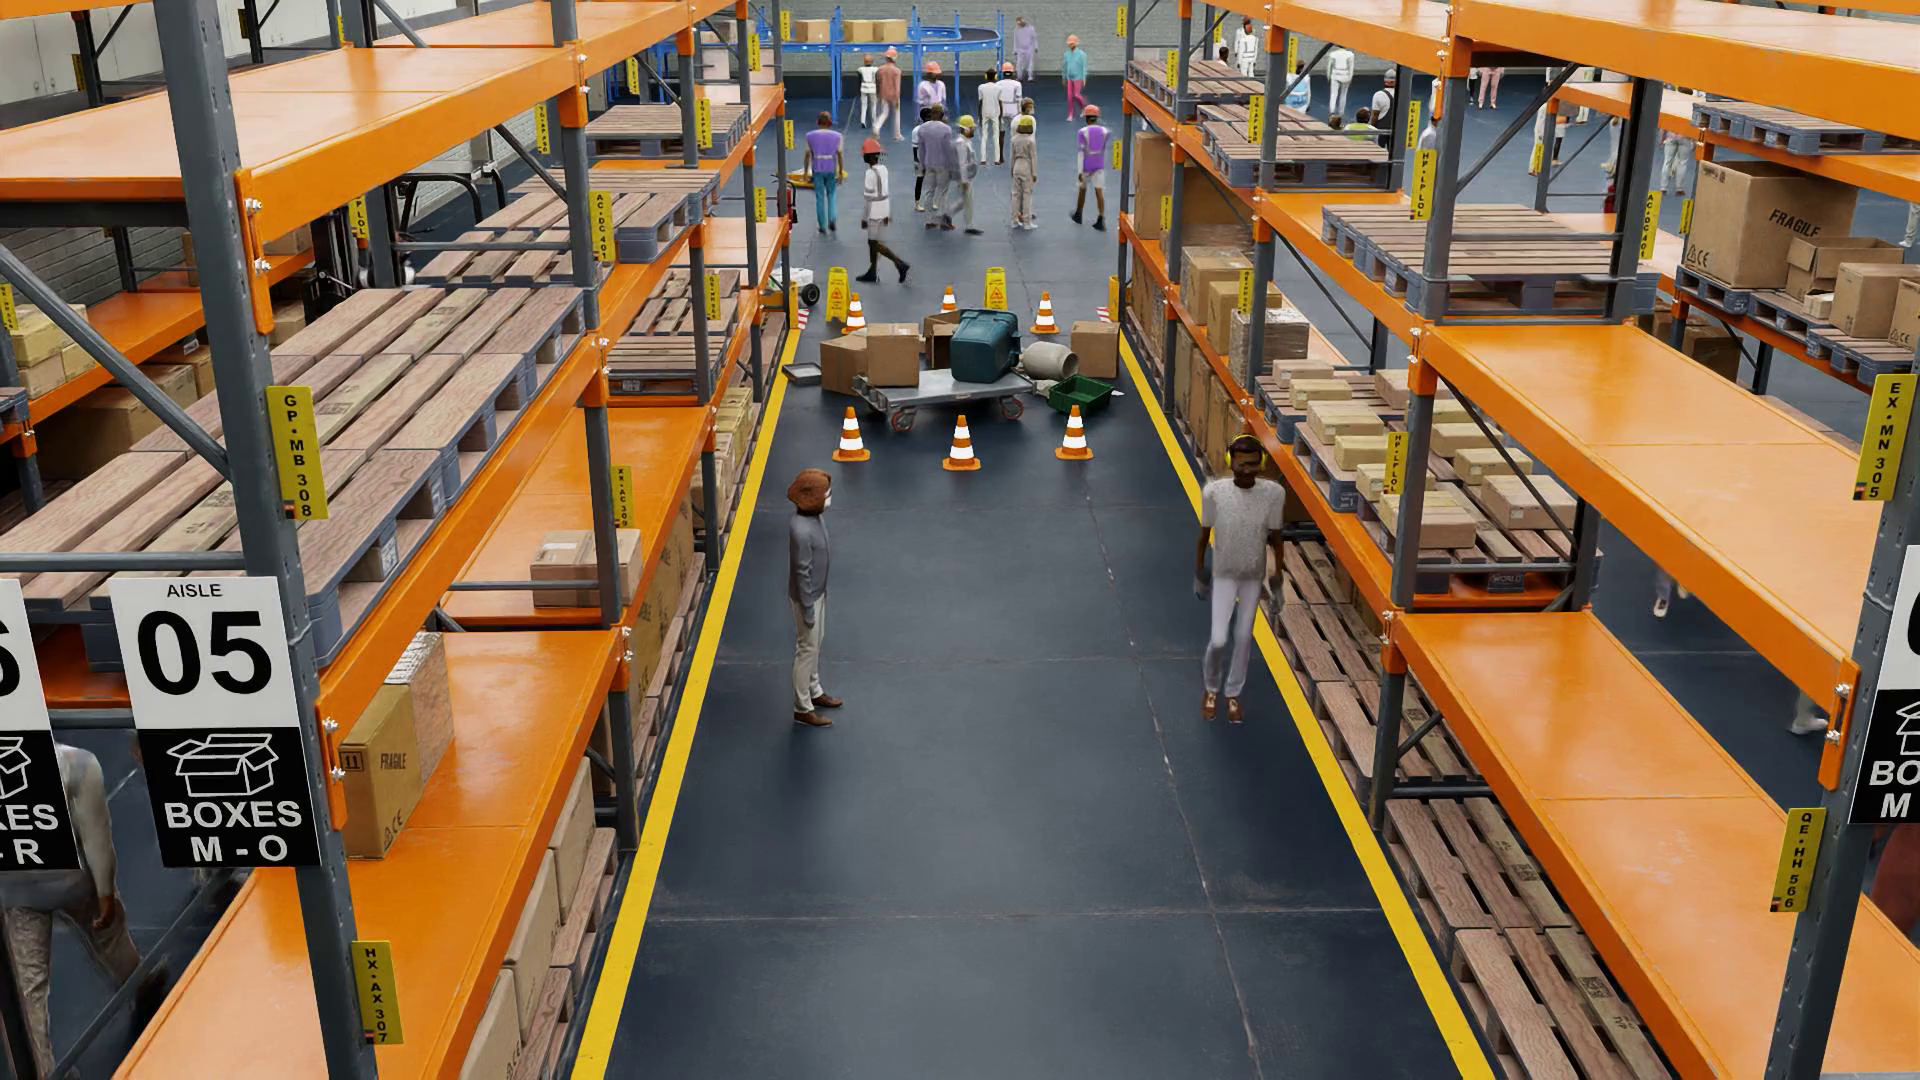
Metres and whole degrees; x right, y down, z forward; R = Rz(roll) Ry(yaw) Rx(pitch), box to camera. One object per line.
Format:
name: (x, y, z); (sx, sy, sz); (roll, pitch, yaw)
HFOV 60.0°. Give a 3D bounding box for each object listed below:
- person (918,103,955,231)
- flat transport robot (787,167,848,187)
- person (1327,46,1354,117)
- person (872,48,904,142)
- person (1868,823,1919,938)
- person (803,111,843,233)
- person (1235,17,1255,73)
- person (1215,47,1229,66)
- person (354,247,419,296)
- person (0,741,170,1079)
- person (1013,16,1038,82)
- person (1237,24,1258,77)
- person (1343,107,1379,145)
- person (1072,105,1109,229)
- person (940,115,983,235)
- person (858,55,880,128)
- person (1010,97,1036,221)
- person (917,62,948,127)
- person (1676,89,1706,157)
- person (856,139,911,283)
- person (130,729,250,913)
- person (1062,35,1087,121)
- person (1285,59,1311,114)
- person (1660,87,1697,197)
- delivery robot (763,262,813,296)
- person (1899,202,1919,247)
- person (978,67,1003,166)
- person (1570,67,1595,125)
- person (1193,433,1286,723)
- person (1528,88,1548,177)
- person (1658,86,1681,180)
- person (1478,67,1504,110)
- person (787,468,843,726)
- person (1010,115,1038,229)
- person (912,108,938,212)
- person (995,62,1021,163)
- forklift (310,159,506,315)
person: (-0.356, -5.781, 25.783); (0.627, 1.936, 0.371); (13, 24, 31)
flat transport robot: (-2.638, -6.666, 30.434); (0.652, 0.197, 1.431); (7, 22, 18)
person: (9.058, -11.029, 39.701); (0.619, 1.915, 0.937); (7, 22, 18)
person: (-1.527, -9.463, 35.467); (0.617, 1.973, 0.848); (15, 25, 34)
person: (4.157, 1.340, 7.026); (0.689, 1.883, 0.448); (18, 27, 39)
person: (-2.112, -5.673, 25.663); (0.596, 1.820, 0.556); (-4, 21, -11)
person: (8.189, -14.047, 47.727); (0.581, 1.871, 0.404); (-6, 21, -15)
person: (5.725, -9.926, 36.781); (0.405, 1.908, 0.599); (-5, 21, -14)
person: (-5.215, -1.885, 15.371); (0.660, 2.017, 0.643); (-4, 21, -10)
person: (-3.779, 1.361, 6.957); (0.603, 1.892, 0.999); (-2, 21, -5)
person: (1.924, -14.198, 48.139); (0.773, 1.866, 0.397); (1, 21, 4)
person: (7.630, -12.725, 44.207); (0.573, 1.883, 0.355); (-11, 23, -26)
person: (6.268, -5.852, 26.097); (0.633, 1.843, 0.429); (14, 25, 32)
person: (2.077, -5.840, 26.033); (0.549, 1.876, 0.998); (-6, 22, -17)
person: (0.039, -5.561, 25.373); (0.590, 1.817, 0.606); (1, 21, 1)
person: (-2.083, -10.235, 37.990); (0.519, 1.643, 0.450); (4, 21, 11)
person: (1.025, -6.097, 26.614); (0.354, 1.936, 0.635); (12, 24, 28)
person: (-0.582, -8.215, 32.121); (0.625, 2.012, 0.987); (-17, 27, -38)
person: (14.715, -8.714, 33.608); (0.575, 1.883, 0.355); (11, 23, 26)
person: (-1.030, -4.319, 21.961); (0.752, 1.911, 0.557); (6, 22, 15)
person: (-3.701, 0.883, 8.170); (0.629, 1.927, 0.582); (8, 22, 19)
person: (2.694, -10.889, 39.214); (0.649, 1.979, 0.509); (15, 25, 34)
person: (6.985, -9.100, 34.714); (0.640, 1.819, 0.661); (-4, 21, -11)
person: (12.483, -6.952, 28.873); (0.635, 1.936, 0.355); (12, 24, 29)
delivery robot: (-2.193, -3.248, 20.876); (0.477, 0.478, 0.707); (19, 28, 40)
person: (14.218, -5.189, 24.497); (0.488, 1.737, 0.323); (2, 21, 4)
person: (0.592, -8.229, 32.366); (0.504, 1.861, 0.325); (3, 21, 8)
person: (14.509, -10.487, 38.655); (0.507, 1.623, 0.295); (-15, 26, -35)
person: (1.683, 0.240, 9.984); (0.520, 1.851, 0.443); (0, 21, -1)
person: (10.889, -7.630, 31.104); (0.287, 1.625, 0.497); (10, 23, 25)
person: (13.244, -7.628, 30.794); (0.558, 1.843, 0.756); (5, 21, 13)
person: (13.288, -11.731, 41.549); (0.642, 1.908, 0.410); (2, 21, 5)
person: (-0.893, 0.338, 10.041); (0.288, 1.626, 0.508); (2, 21, 5)
person: (1.005, -5.741, 25.941); (0.492, 1.742, 0.320); (17, 26, 38)
person: (-0.564, -6.273, 27.426); (0.530, 1.688, 0.323); (-15, 25, -34)
person: (0.933, -8.388, 32.688); (0.549, 1.926, 0.391); (1, 21, 3)
forklift: (-5.622, -2.910, 17.832); (2.313, 2.155, 1.214); (-1, 21, -1)
